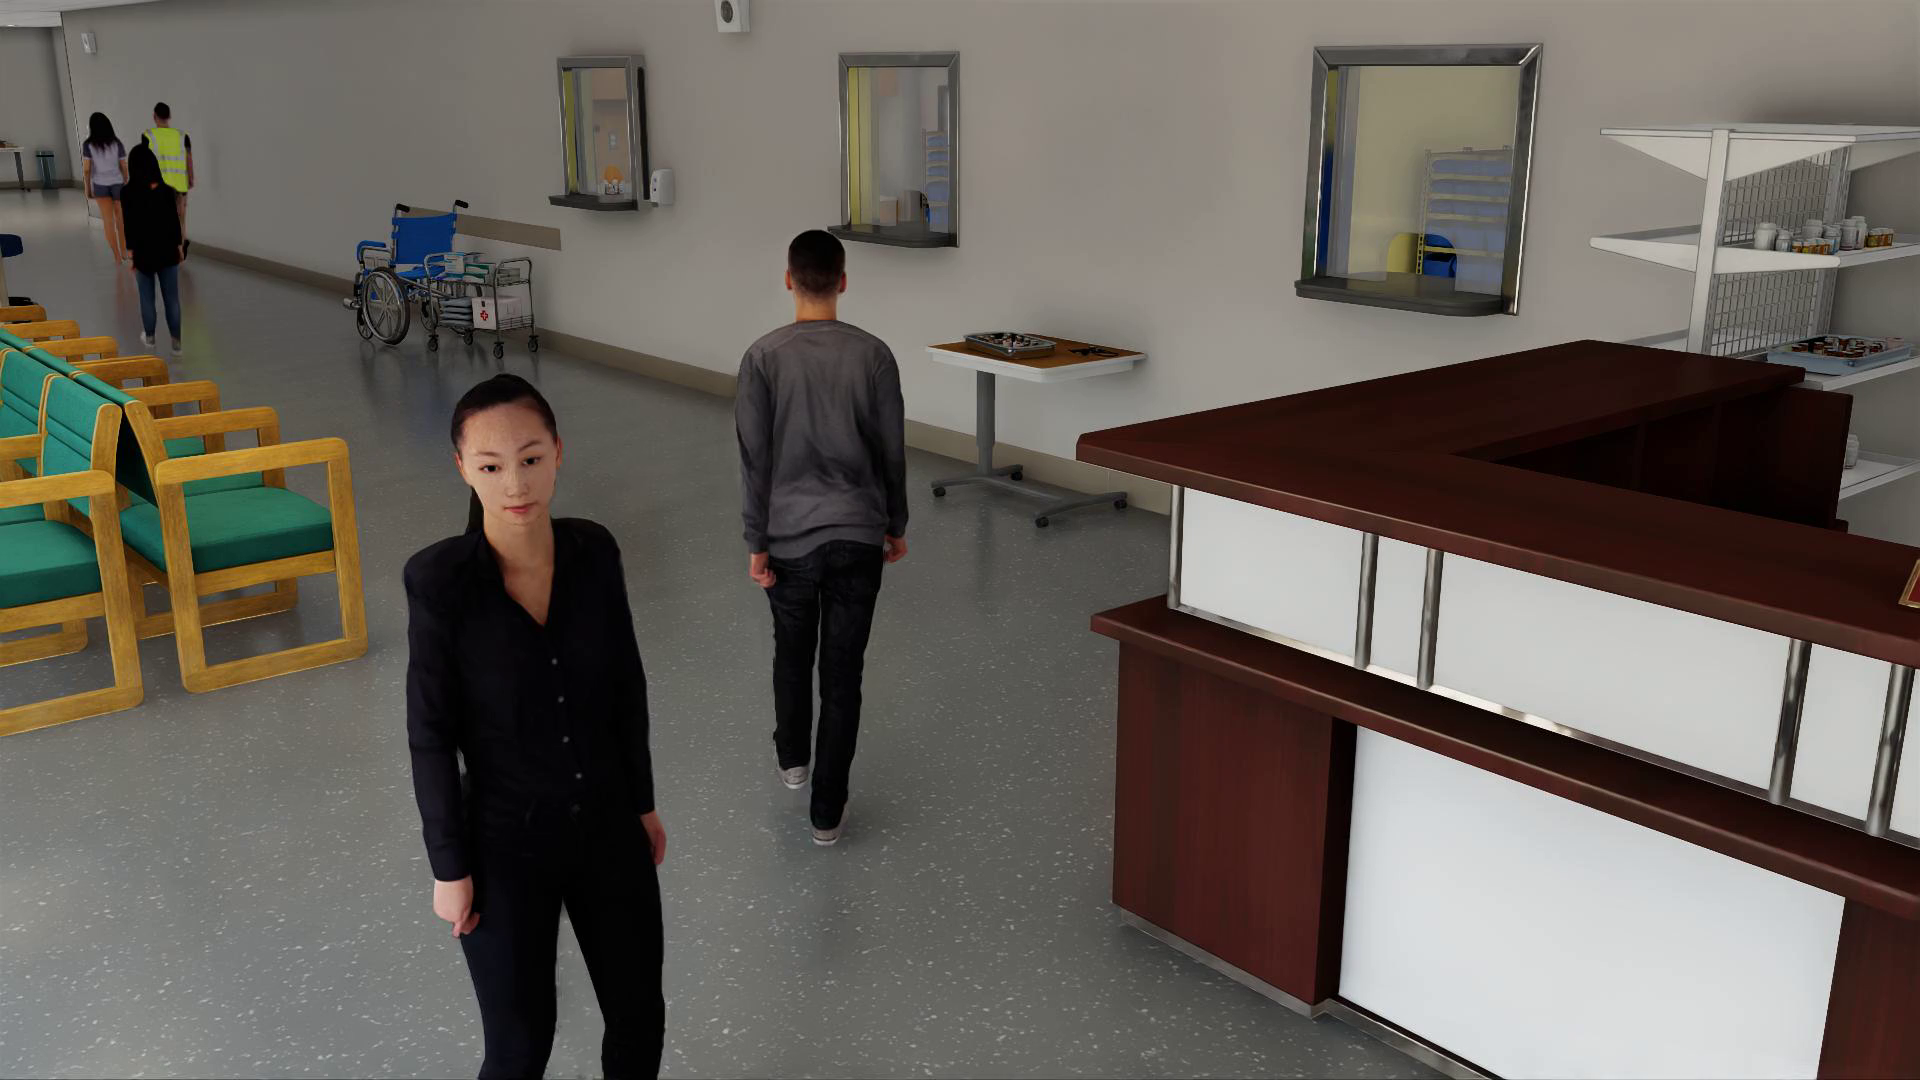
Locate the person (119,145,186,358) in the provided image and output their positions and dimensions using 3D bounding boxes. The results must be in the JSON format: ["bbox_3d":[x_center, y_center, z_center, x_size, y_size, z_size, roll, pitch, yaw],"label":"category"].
[{"bbox_3d":[-6.186,-2.184,12.817,0.998,1.604,0.722,-10,19,-32],"label":"person"}]

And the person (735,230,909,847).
[{"bbox_3d":[-0.388,0.031,4.706,0.948,1.742,0.979,-1,16,-2],"label":"person"}]

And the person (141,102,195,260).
[{"bbox_3d":[-9.111,-4.095,19.194,1.047,1.820,0.807,-14,21,-41],"label":"person"}]

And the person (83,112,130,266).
[{"bbox_3d":[-9.786,-4.026,19.157,0.799,1.709,0.724,-11,19,-34],"label":"person"}]

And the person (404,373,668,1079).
[{"bbox_3d":[-0.737,0.555,2.920,0.434,1.702,0.644,-15,21,-42],"label":"person"}]
